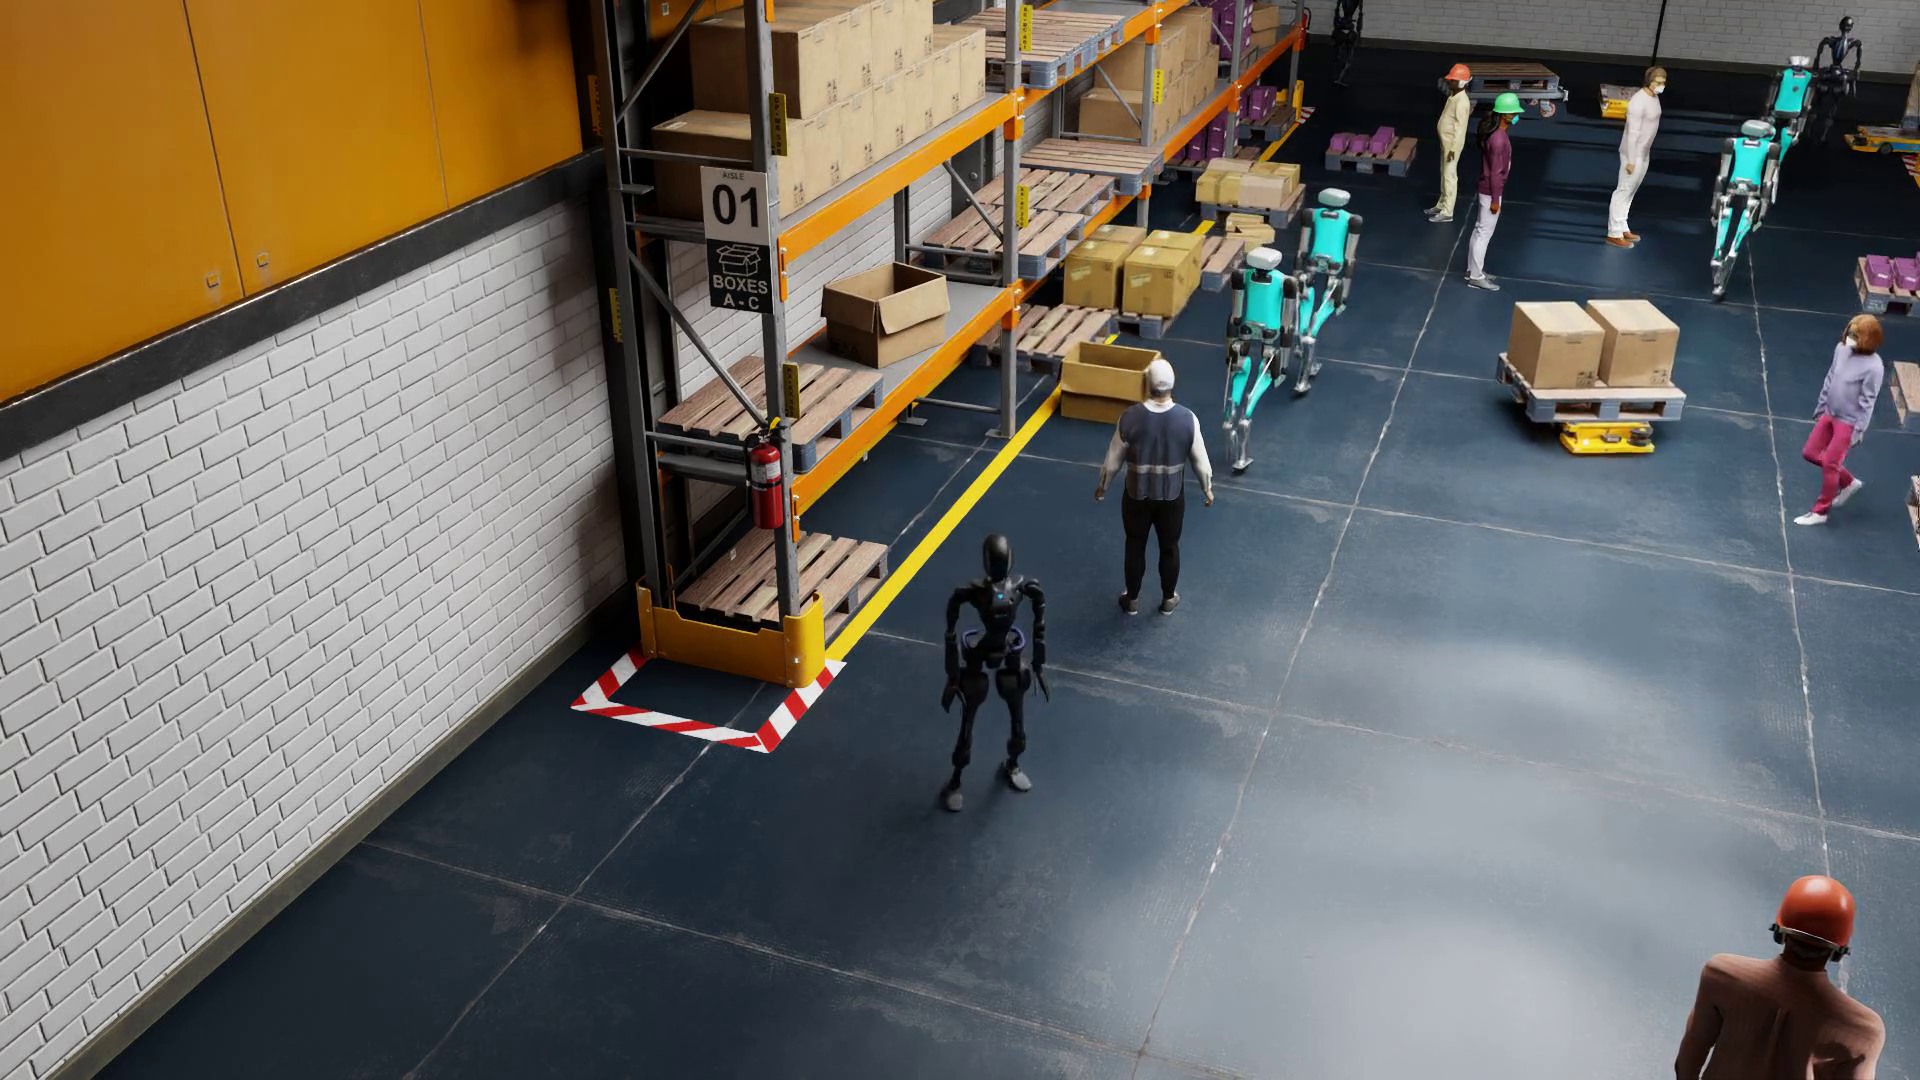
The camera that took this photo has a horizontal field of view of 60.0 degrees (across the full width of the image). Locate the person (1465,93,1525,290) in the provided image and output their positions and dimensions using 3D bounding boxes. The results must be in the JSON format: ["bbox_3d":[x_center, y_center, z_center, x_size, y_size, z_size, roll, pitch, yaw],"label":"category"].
[{"bbox_3d":[5.334,-3.509,16.724,0.419,1.951,0.489,5,28,10],"label":"person"}]

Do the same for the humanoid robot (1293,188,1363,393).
[{"bbox_3d":[3.003,-2.046,14.160,0.533,1.749,0.981,15,31,26],"label":"humanoid robot"}]

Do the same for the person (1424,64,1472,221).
[{"bbox_3d":[5.557,-4.509,18.870,0.320,1.755,0.571,3,27,5],"label":"person"}]

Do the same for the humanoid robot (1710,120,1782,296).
[{"bbox_3d":[7.605,-3.194,16.327,0.539,1.733,0.956,18,32,30],"label":"humanoid robot"}]

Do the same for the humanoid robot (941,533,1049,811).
[{"bbox_3d":[0.177,0.677,8.906,0.595,1.637,0.388,-6,28,-12],"label":"humanoid robot"}]

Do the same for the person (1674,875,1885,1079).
[{"bbox_3d":[2.858,2.037,5.932,0.610,1.986,0.402,21,34,35],"label":"person"}]

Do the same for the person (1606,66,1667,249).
[{"bbox_3d":[7.320,-4.148,17.983,0.371,1.934,0.627,18,32,31],"label":"person"}]

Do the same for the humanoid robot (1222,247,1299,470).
[{"bbox_3d":[2.173,-1.261,12.661,0.541,1.835,0.746,16,31,29],"label":"humanoid robot"}]

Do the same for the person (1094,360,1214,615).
[{"bbox_3d":[1.257,-0.327,10.756,0.774,1.756,0.439,2,27,3],"label":"person"}]

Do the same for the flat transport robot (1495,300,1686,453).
[{"bbox_3d":[5.186,-1.081,13.848,0.659,0.231,1.431,-1,27,-1],"label":"flat transport robot"}]

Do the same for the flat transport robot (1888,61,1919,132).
[{"bbox_3d":[13.235,-5.440,22.303,1.431,0.231,0.659,15,31,27],"label":"flat transport robot"}]

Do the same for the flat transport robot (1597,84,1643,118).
[{"bbox_3d":[9.597,-6.333,24.034,0.659,0.231,1.431,8,28,14],"label":"flat transport robot"}]

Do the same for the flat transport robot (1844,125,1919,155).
[{"bbox_3d":[12.500,-5.242,21.919,1.431,0.231,0.659,7,28,14],"label":"flat transport robot"}]

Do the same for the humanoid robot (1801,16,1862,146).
[{"bbox_3d":[11.532,-6.062,21.967,0.610,1.649,0.326,14,30,25],"label":"humanoid robot"}]

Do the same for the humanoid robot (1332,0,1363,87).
[{"bbox_3d":[5.828,-7.729,25.217,0.473,1.644,0.612,-15,31,-27],"label":"humanoid robot"}]

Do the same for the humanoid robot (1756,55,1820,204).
[{"bbox_3d":[9.563,-4.809,19.537,0.541,1.835,0.754,3,27,5],"label":"humanoid robot"}]

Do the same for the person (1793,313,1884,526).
[{"bbox_3d":[6.384,-0.866,11.944,0.449,1.614,0.530,-3,27,-5],"label":"person"}]
